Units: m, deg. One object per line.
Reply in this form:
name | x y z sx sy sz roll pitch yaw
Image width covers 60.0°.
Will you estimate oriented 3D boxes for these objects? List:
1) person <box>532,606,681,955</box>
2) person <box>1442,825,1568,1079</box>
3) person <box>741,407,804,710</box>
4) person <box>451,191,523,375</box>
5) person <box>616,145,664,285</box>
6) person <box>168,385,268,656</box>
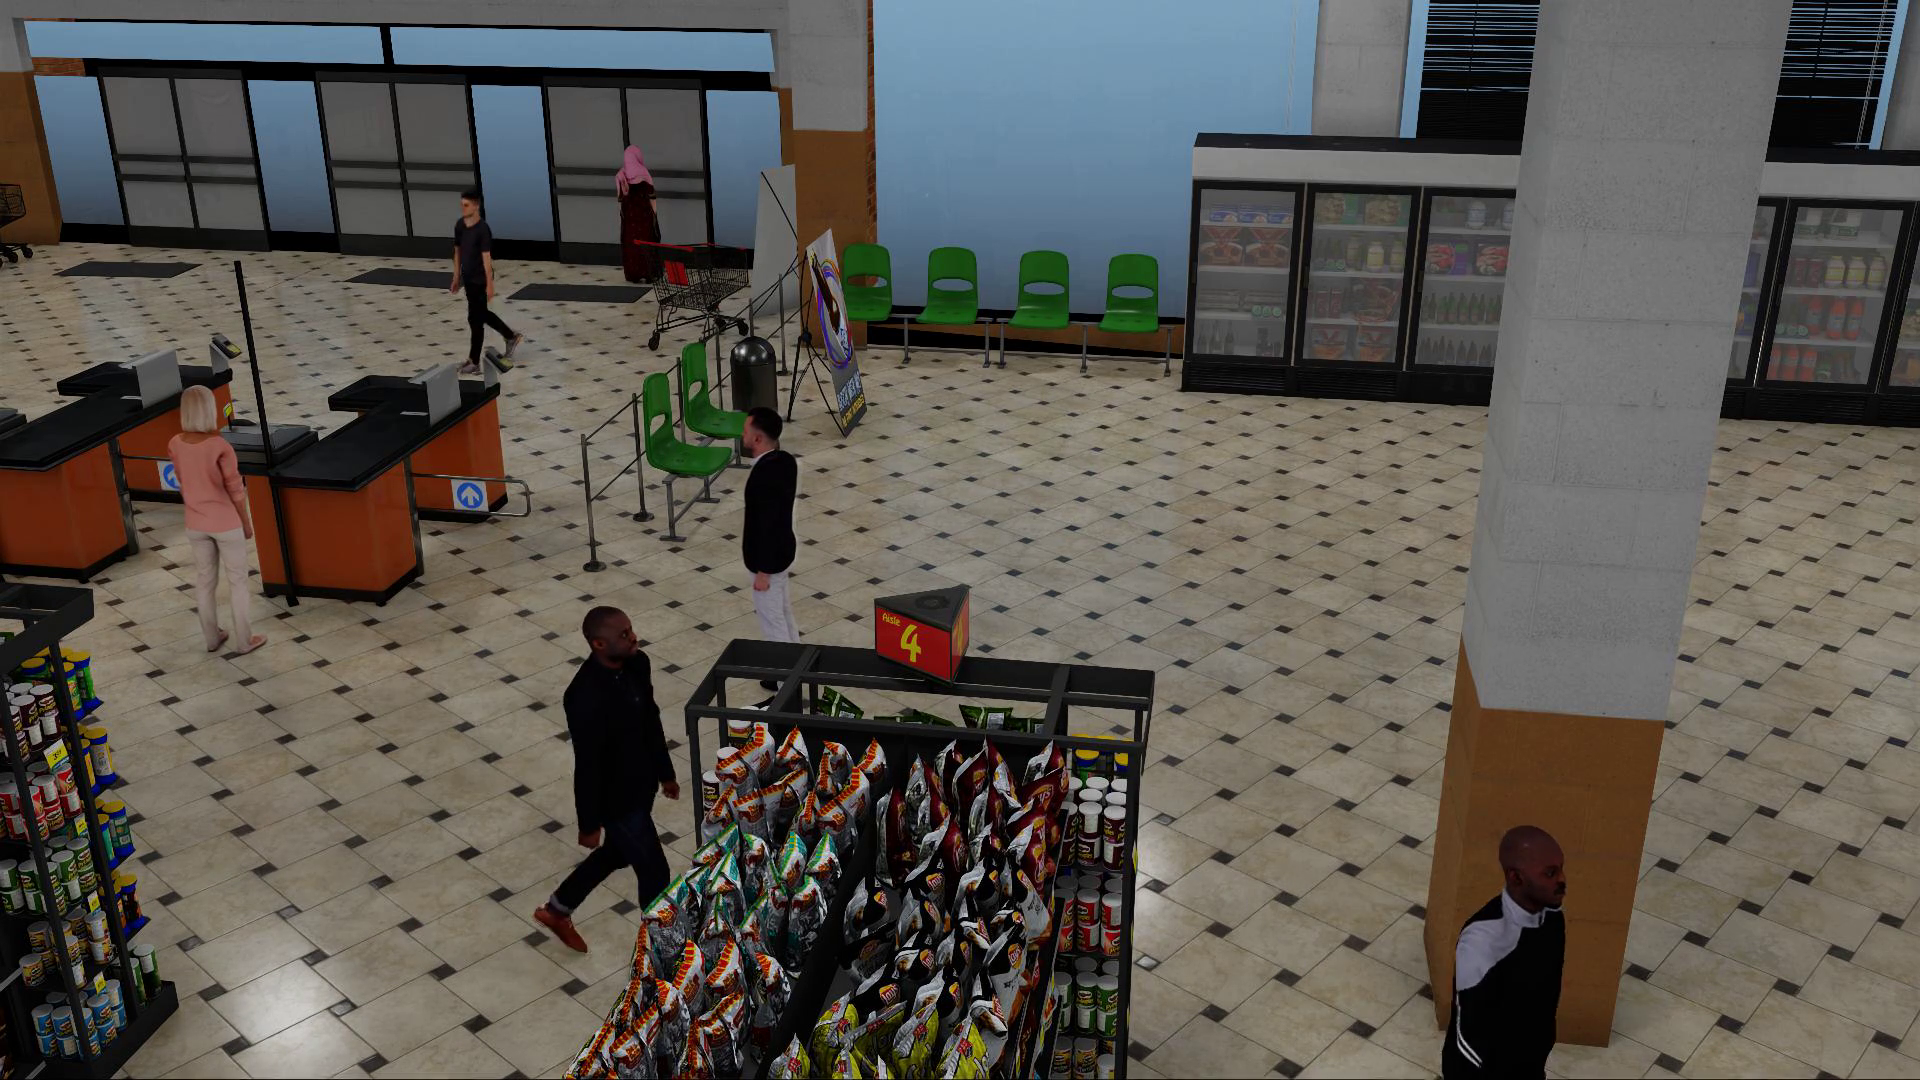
person | -1.538 1.100 7.202 0.723 1.790 1.071 4 22 9
person | 1.736 1.727 5.615 0.965 1.811 1.017 -16 27 -34
person | -1.073 0.119 9.572 0.718 1.842 0.458 3 22 8
person | -4.682 -2.540 16.330 1.005 1.739 1.189 18 28 38
person | -3.830 -3.875 19.789 0.646 1.637 0.576 4 22 10
person | -4.638 -0.123 10.338 0.582 1.723 0.503 4 22 9
